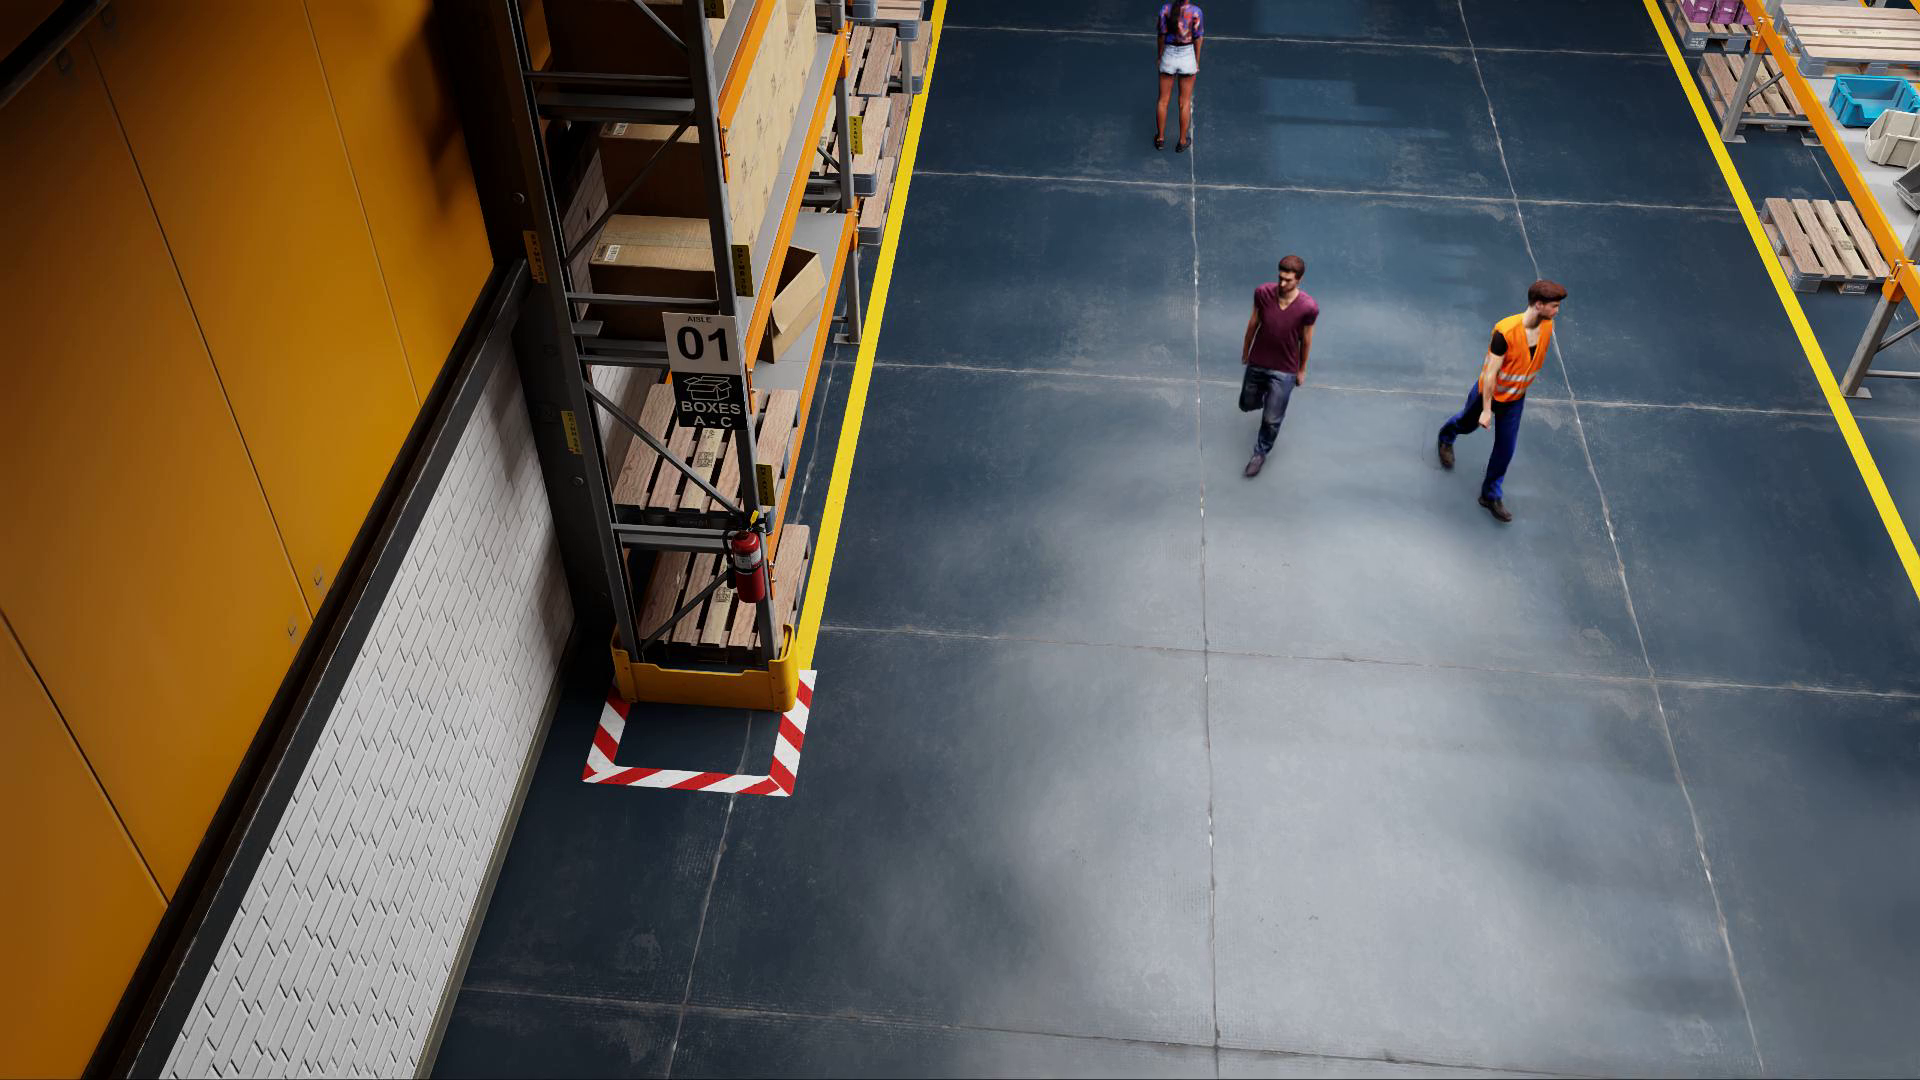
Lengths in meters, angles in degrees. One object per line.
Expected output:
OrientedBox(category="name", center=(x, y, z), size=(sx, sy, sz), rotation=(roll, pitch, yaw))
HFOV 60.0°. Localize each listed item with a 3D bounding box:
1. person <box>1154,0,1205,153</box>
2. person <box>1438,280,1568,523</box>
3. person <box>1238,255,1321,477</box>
OrientedBox(category="person", center=(2.047, -4.483, 15.648), size=(0.626, 1.742, 0.574), rotation=(11, 45, 12))
OrientedBox(category="person", center=(3.849, -1.126, 12.055), size=(0.995, 1.836, 1.333), rotation=(-10, 45, -10))
OrientedBox(category="person", center=(2.351, -1.353, 12.293), size=(0.907, 1.837, 1.040), rotation=(23, 48, 22))
